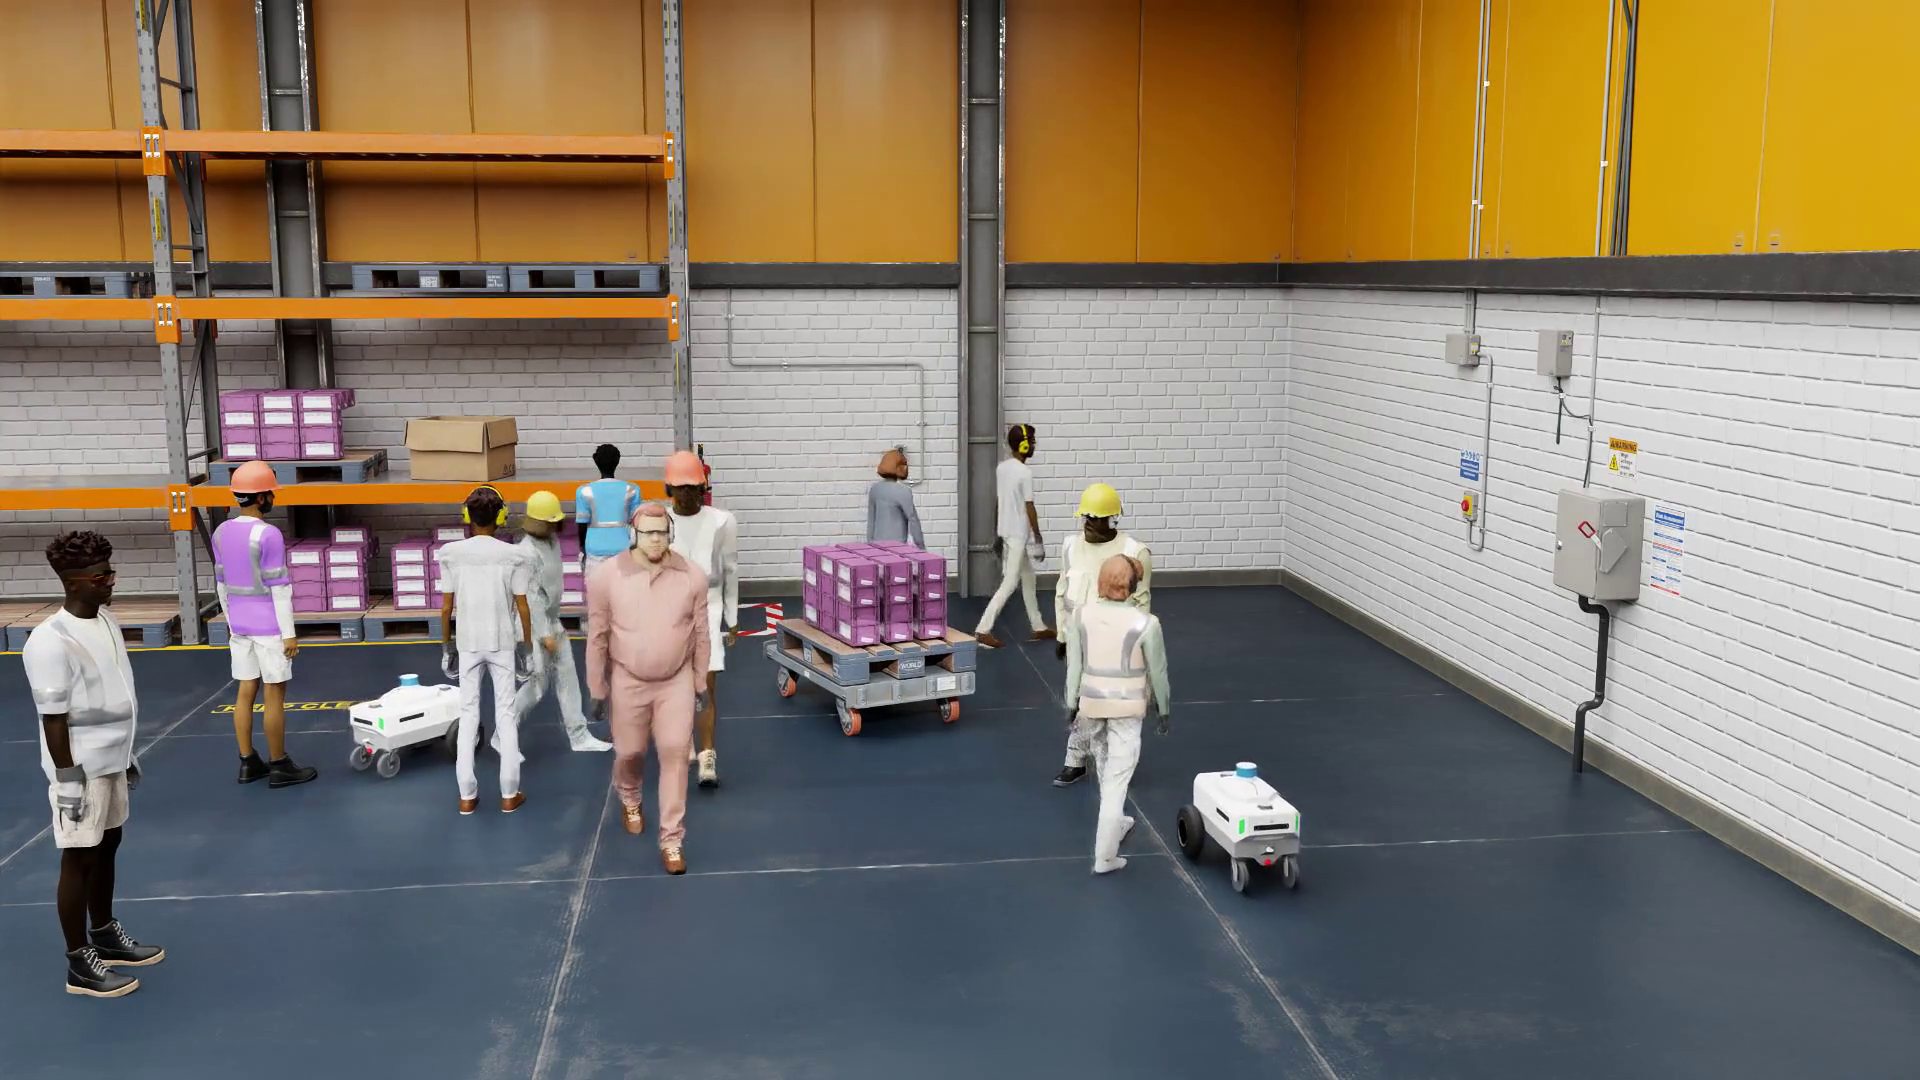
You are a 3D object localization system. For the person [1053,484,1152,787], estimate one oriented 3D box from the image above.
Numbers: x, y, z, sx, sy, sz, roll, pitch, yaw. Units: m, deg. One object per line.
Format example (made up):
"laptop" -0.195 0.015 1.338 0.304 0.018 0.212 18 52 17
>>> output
"person" 0.812 0.572 9.730 0.586 1.824 0.404 5 10 29

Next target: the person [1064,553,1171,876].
"person" 0.853 0.866 8.559 0.534 1.607 0.759 6 11 34

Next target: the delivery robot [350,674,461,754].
"delivery robot" -3.386 1.072 10.260 0.477 0.478 0.707 6 11 34

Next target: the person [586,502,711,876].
"person" -1.615 0.717 8.663 0.648 1.872 0.887 -3 10 -17

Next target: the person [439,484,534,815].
"person" -2.658 0.616 9.349 0.515 1.866 0.331 -1 9 -6

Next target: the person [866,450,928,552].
"person" -0.484 0.057 13.665 0.830 1.597 0.504 -7 12 -38

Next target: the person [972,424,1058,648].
"person" 0.458 -0.033 13.508 0.895 1.830 0.531 -4 10 -25

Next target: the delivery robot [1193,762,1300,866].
"delivery robot" 1.443 1.369 8.408 0.477 0.478 0.707 -2 9 -11

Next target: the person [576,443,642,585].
"person" -2.763 0.085 13.159 0.540 1.696 0.317 -3 10 -19

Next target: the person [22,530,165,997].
"person" -3.674 0.931 7.055 0.367 1.962 0.604 -1 9 -4

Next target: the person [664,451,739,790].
"person" -1.626 0.461 9.918 0.636 1.981 1.072 -2 9 -12

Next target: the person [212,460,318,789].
"person" -4.125 0.498 9.831 0.543 1.939 0.360 5 10 27

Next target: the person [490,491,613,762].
"person" -2.597 0.529 10.361 0.612 1.713 0.506 1 9 9
